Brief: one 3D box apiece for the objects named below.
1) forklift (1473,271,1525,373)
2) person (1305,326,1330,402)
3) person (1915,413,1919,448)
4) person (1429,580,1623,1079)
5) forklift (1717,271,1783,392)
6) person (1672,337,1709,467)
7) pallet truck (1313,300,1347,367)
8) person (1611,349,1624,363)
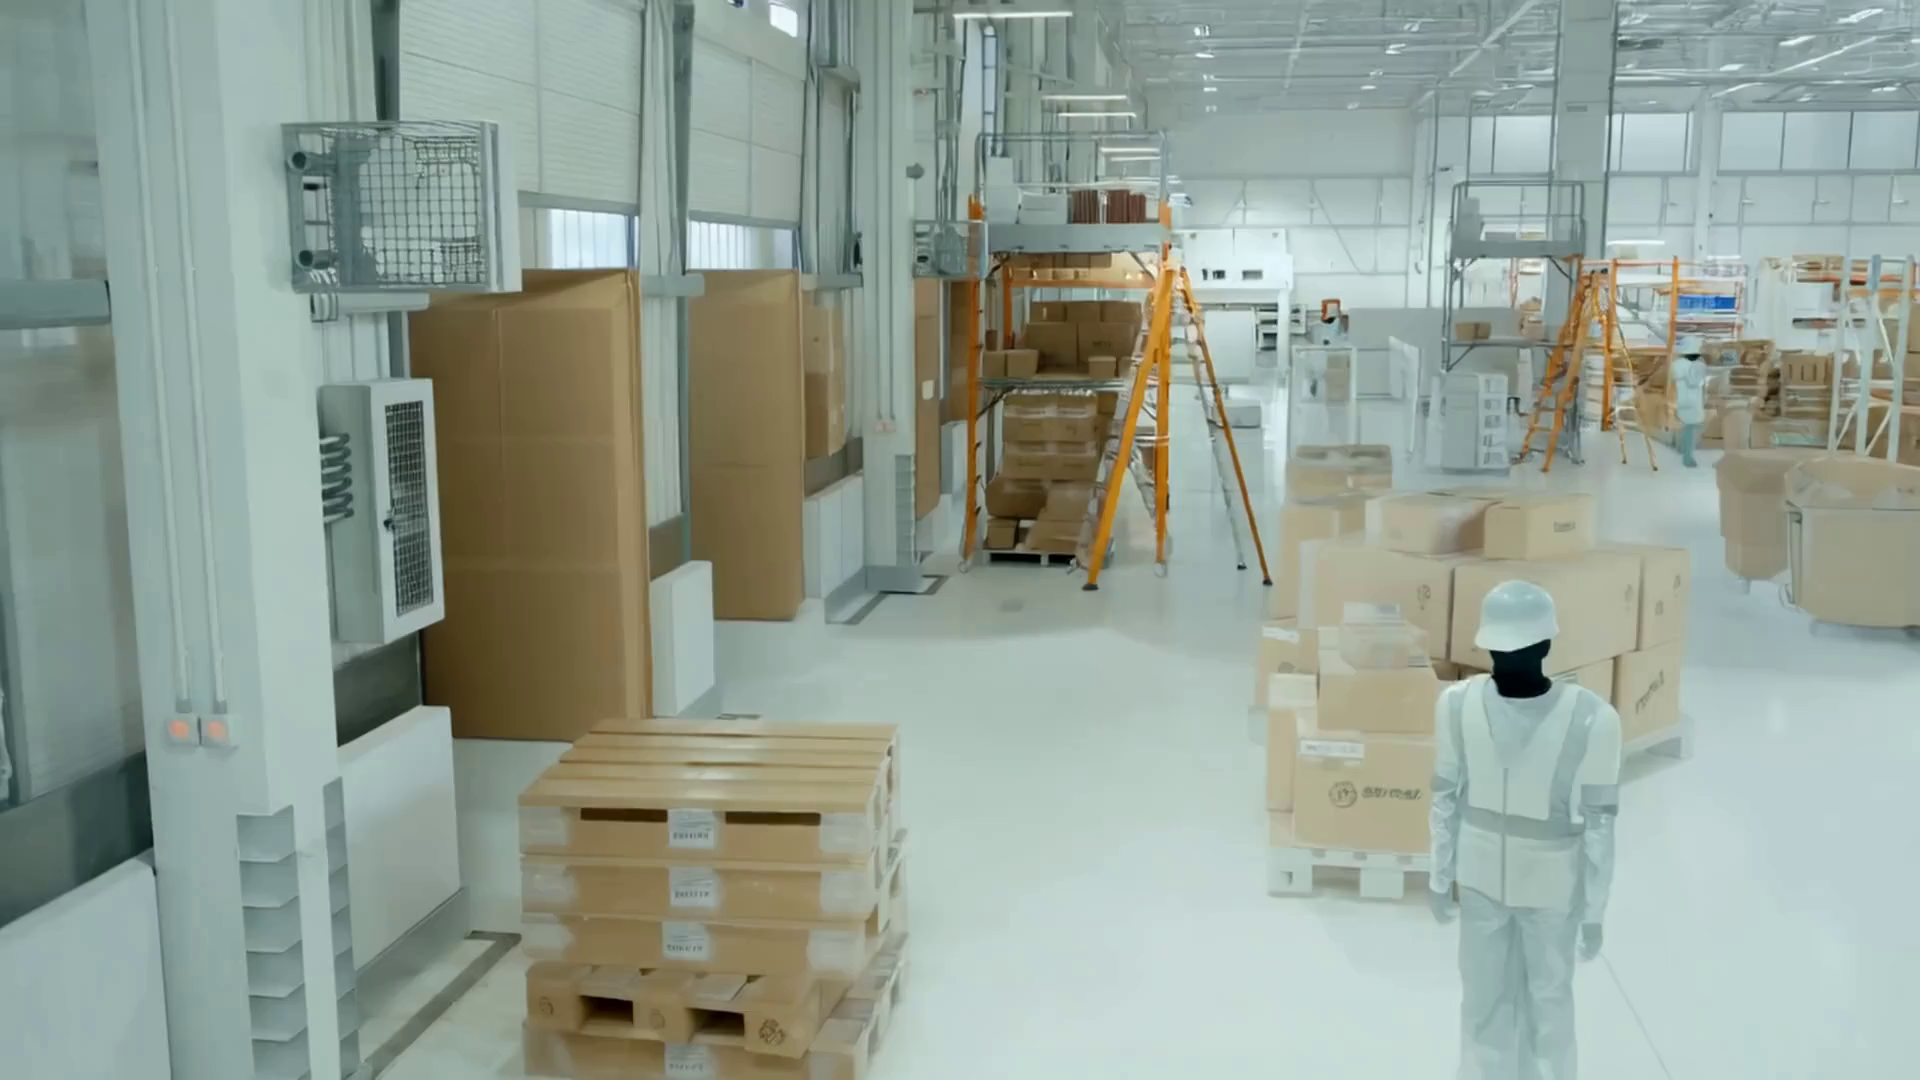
[{"bbox_3d":[14.324,-5.915,45.245,1.873,2.768,1.129,-3,10,-17],"label":"forklift"},{"bbox_3d":[7.608,-3.719,35.393,0.543,1.680,0.618,4,10,23],"label":"person"},{"bbox_3d":[15.613,-2.342,26.724,0.319,1.739,0.484,9,13,44],"label":"person"},{"bbox_3d":[1.722,1.064,5.173,0.586,1.918,0.398,7,12,38],"label":"person"},{"bbox_3d":[18.658,-4.833,38.573,1.873,2.768,1.129,1,9,8],"label":"forklift"},{"bbox_3d":[10.591,-1.992,24.068,0.600,1.900,0.448,-1,9,-9],"label":"person"},{"bbox_3d":[11.159,-6.200,49.718,0.823,1.965,1.885,4,10,26],"label":"pallet truck"},{"bbox_3d":[16.184,-4.738,40.940,0.757,1.911,0.646,-2,10,-14],"label":"person"}]
